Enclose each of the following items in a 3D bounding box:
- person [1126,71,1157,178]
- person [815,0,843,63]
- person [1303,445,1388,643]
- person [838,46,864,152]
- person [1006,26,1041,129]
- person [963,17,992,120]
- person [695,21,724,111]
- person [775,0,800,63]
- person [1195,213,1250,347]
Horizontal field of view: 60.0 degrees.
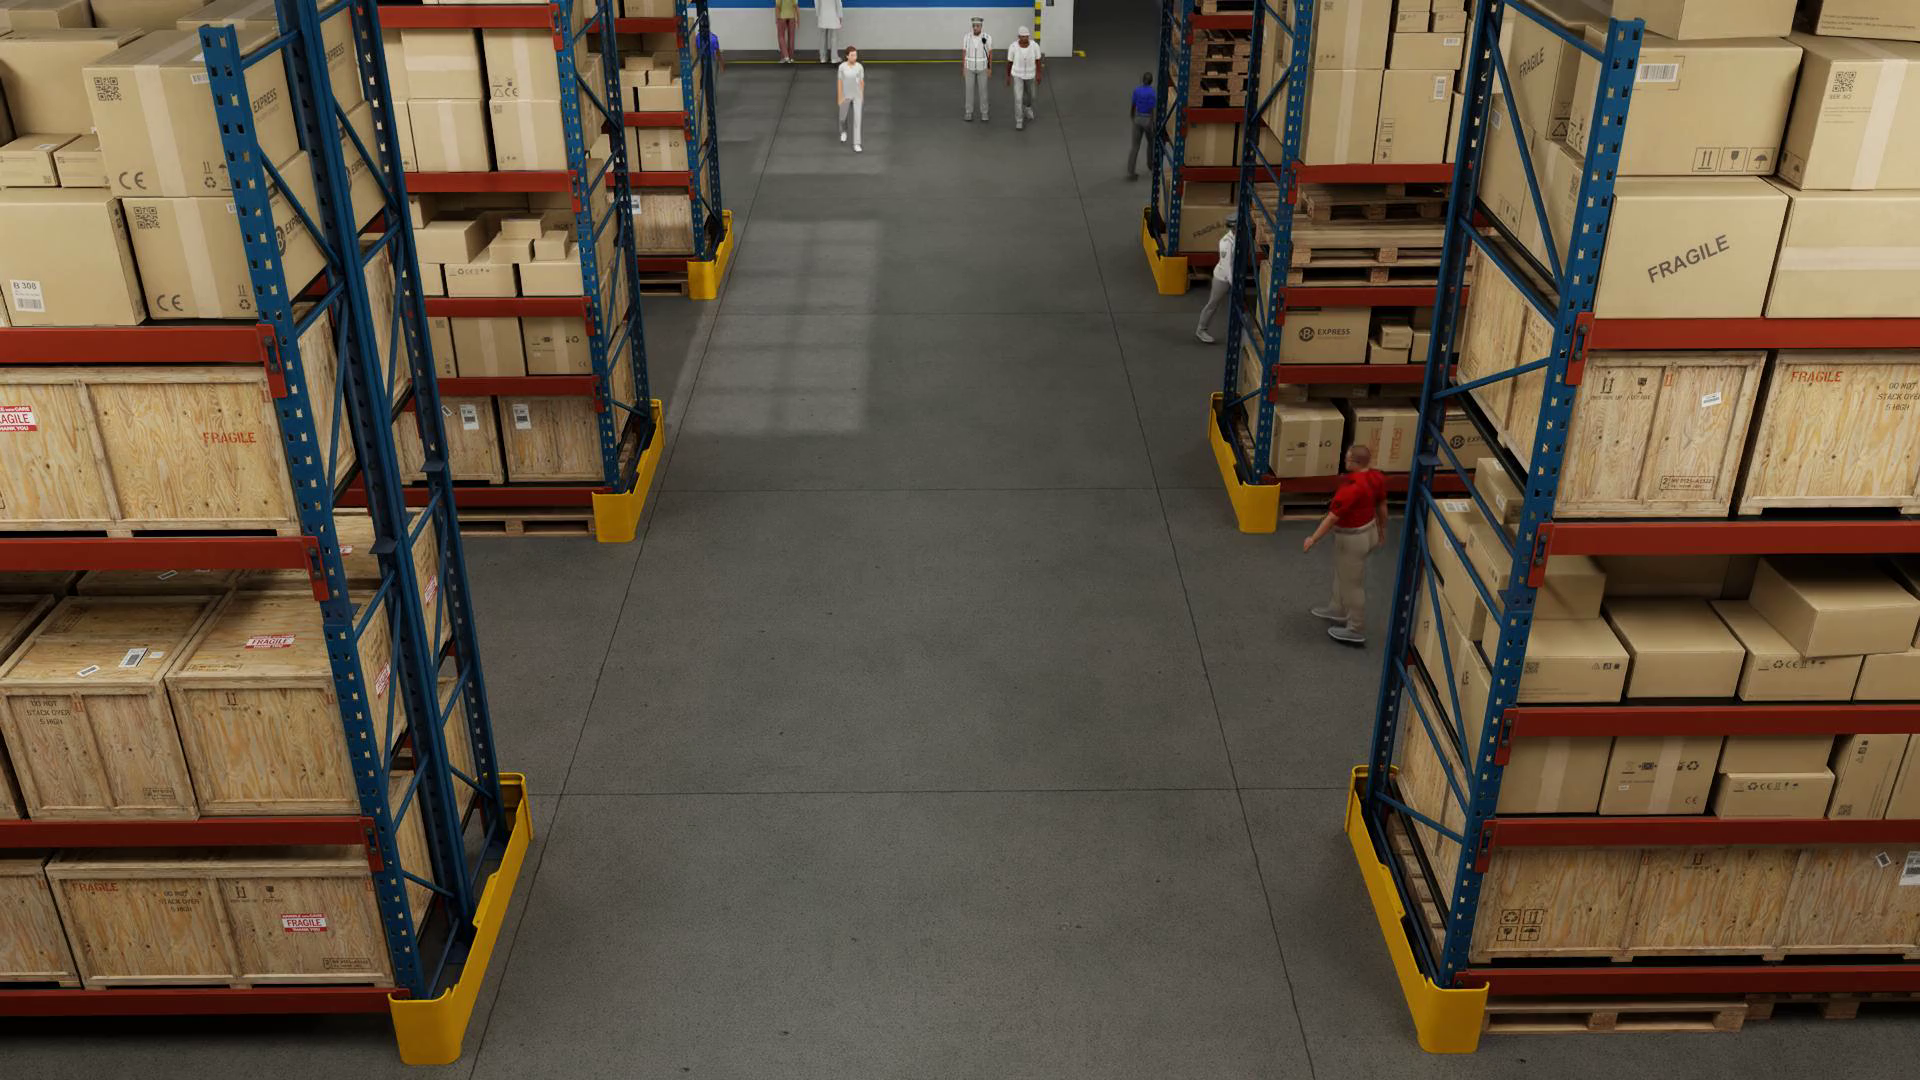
[{"bbox_3d":[2.901,-6.596,26.323,0.464,1.608,0.990,12,31,21],"label":"person"},{"bbox_3d":[-2.620,-10.506,33.379,0.573,1.778,0.389,6,29,11],"label":"person"},{"bbox_3d":[3.259,-0.007,13.930,0.625,1.735,0.669,23,36,36],"label":"person"},{"bbox_3d":[-1.815,-7.402,27.762,0.452,1.665,0.839,-3,28,-6],"label":"person"},{"bbox_3d":[1.109,-8.136,29.071,0.605,1.743,0.822,-4,28,-7],"label":"person"},{"bbox_3d":[0.301,-8.347,29.424,0.529,1.772,0.405,3,28,5],"label":"person"},{"bbox_3d":[-4.547,-8.465,29.739,0.490,1.628,0.836,8,29,14],"label":"person"},{"bbox_3d":[-3.472,-10.460,33.440,0.485,1.680,0.481,-5,29,-9],"label":"person"},{"bbox_3d":[3.227,-3.071,19.717,0.453,1.627,0.894,-25,37,-38],"label":"person"}]
